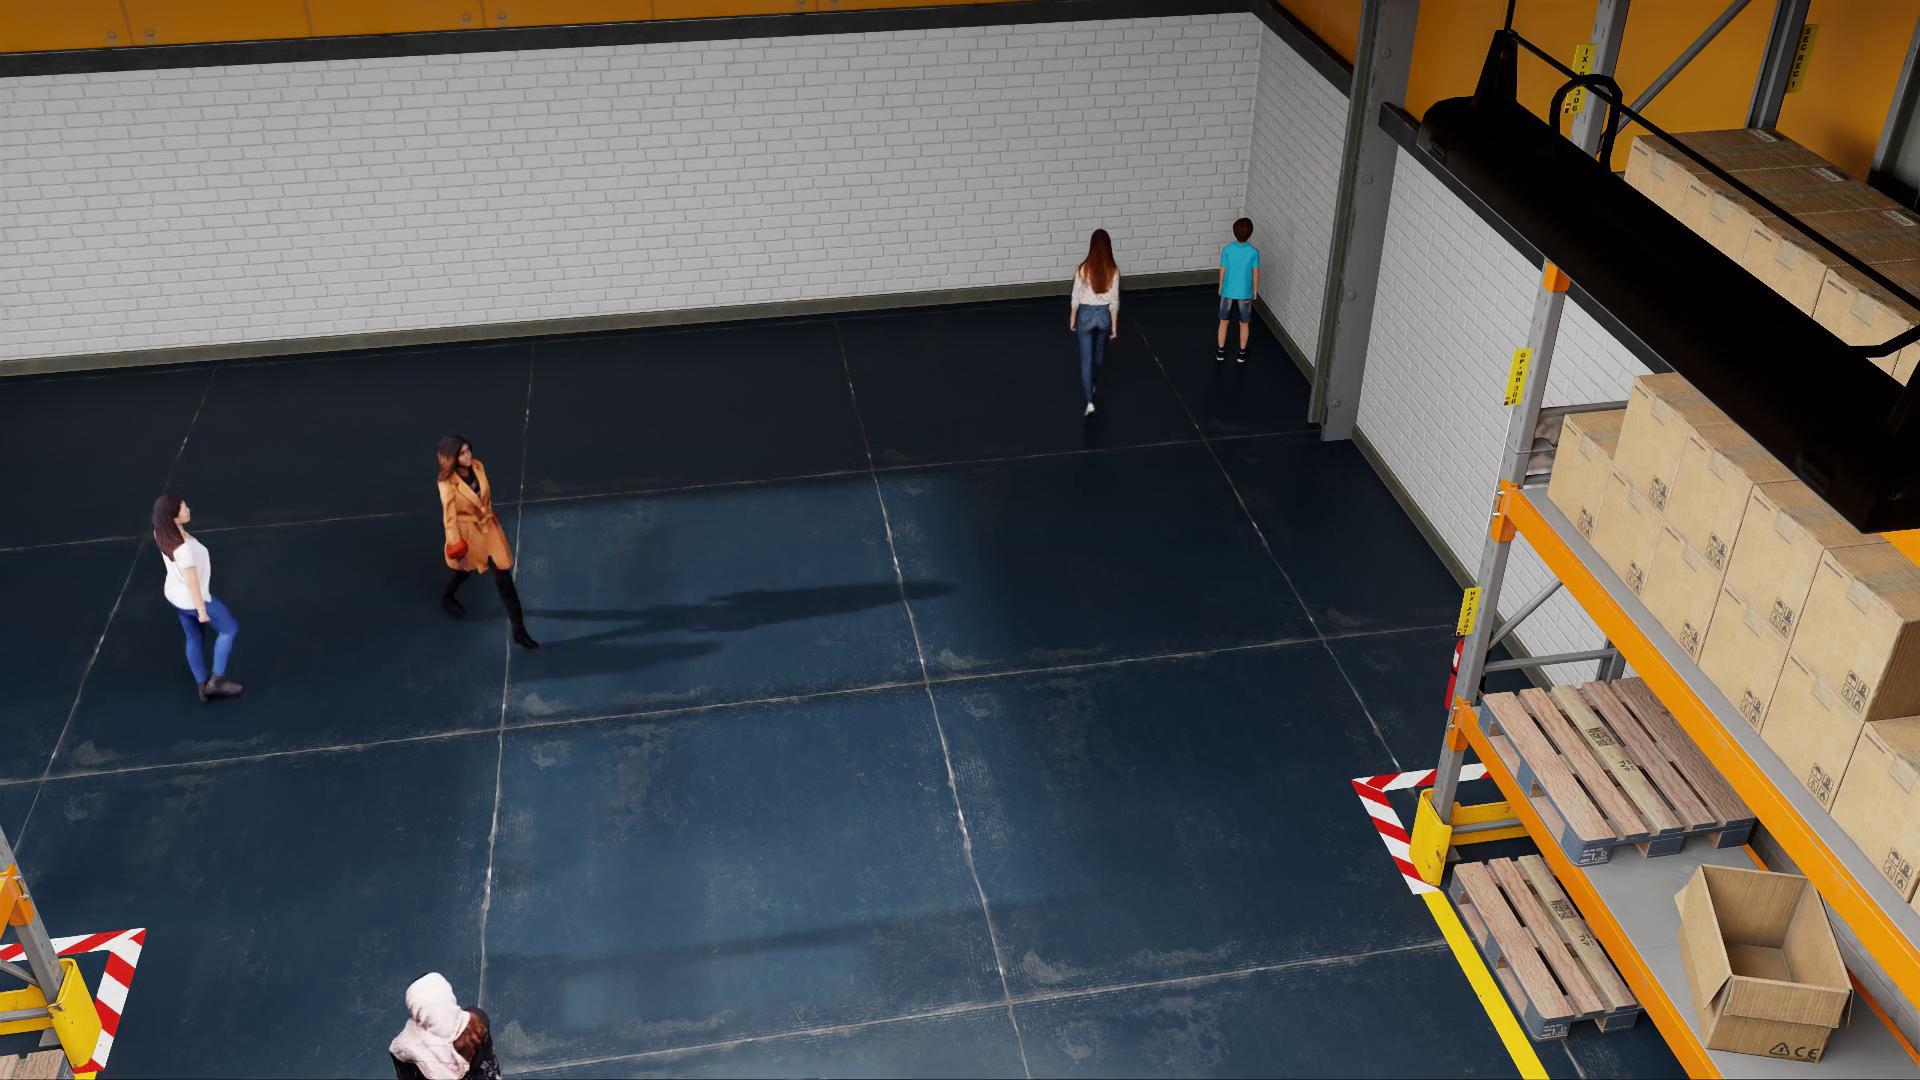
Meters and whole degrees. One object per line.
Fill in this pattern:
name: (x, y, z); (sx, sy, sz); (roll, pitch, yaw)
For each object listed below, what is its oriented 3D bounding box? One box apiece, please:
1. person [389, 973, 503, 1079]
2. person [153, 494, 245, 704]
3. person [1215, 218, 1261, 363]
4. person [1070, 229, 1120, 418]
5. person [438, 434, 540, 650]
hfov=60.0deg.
person: (-2.375, 2.750, 7.977); (1.027, 1.593, 1.220); (-28, 43, -35)
person: (-5.313, 0.462, 11.351); (0.711, 1.671, 0.775); (22, 39, 29)
person: (2.643, -2.389, 15.841); (0.588, 1.448, 0.591); (8, 34, 12)
person: (1.212, -1.918, 14.910); (0.678, 1.694, 1.160); (-2, 34, -3)
person: (-3.590, 0.000, 12.046); (1.275, 1.670, 1.219); (20, 39, 27)
